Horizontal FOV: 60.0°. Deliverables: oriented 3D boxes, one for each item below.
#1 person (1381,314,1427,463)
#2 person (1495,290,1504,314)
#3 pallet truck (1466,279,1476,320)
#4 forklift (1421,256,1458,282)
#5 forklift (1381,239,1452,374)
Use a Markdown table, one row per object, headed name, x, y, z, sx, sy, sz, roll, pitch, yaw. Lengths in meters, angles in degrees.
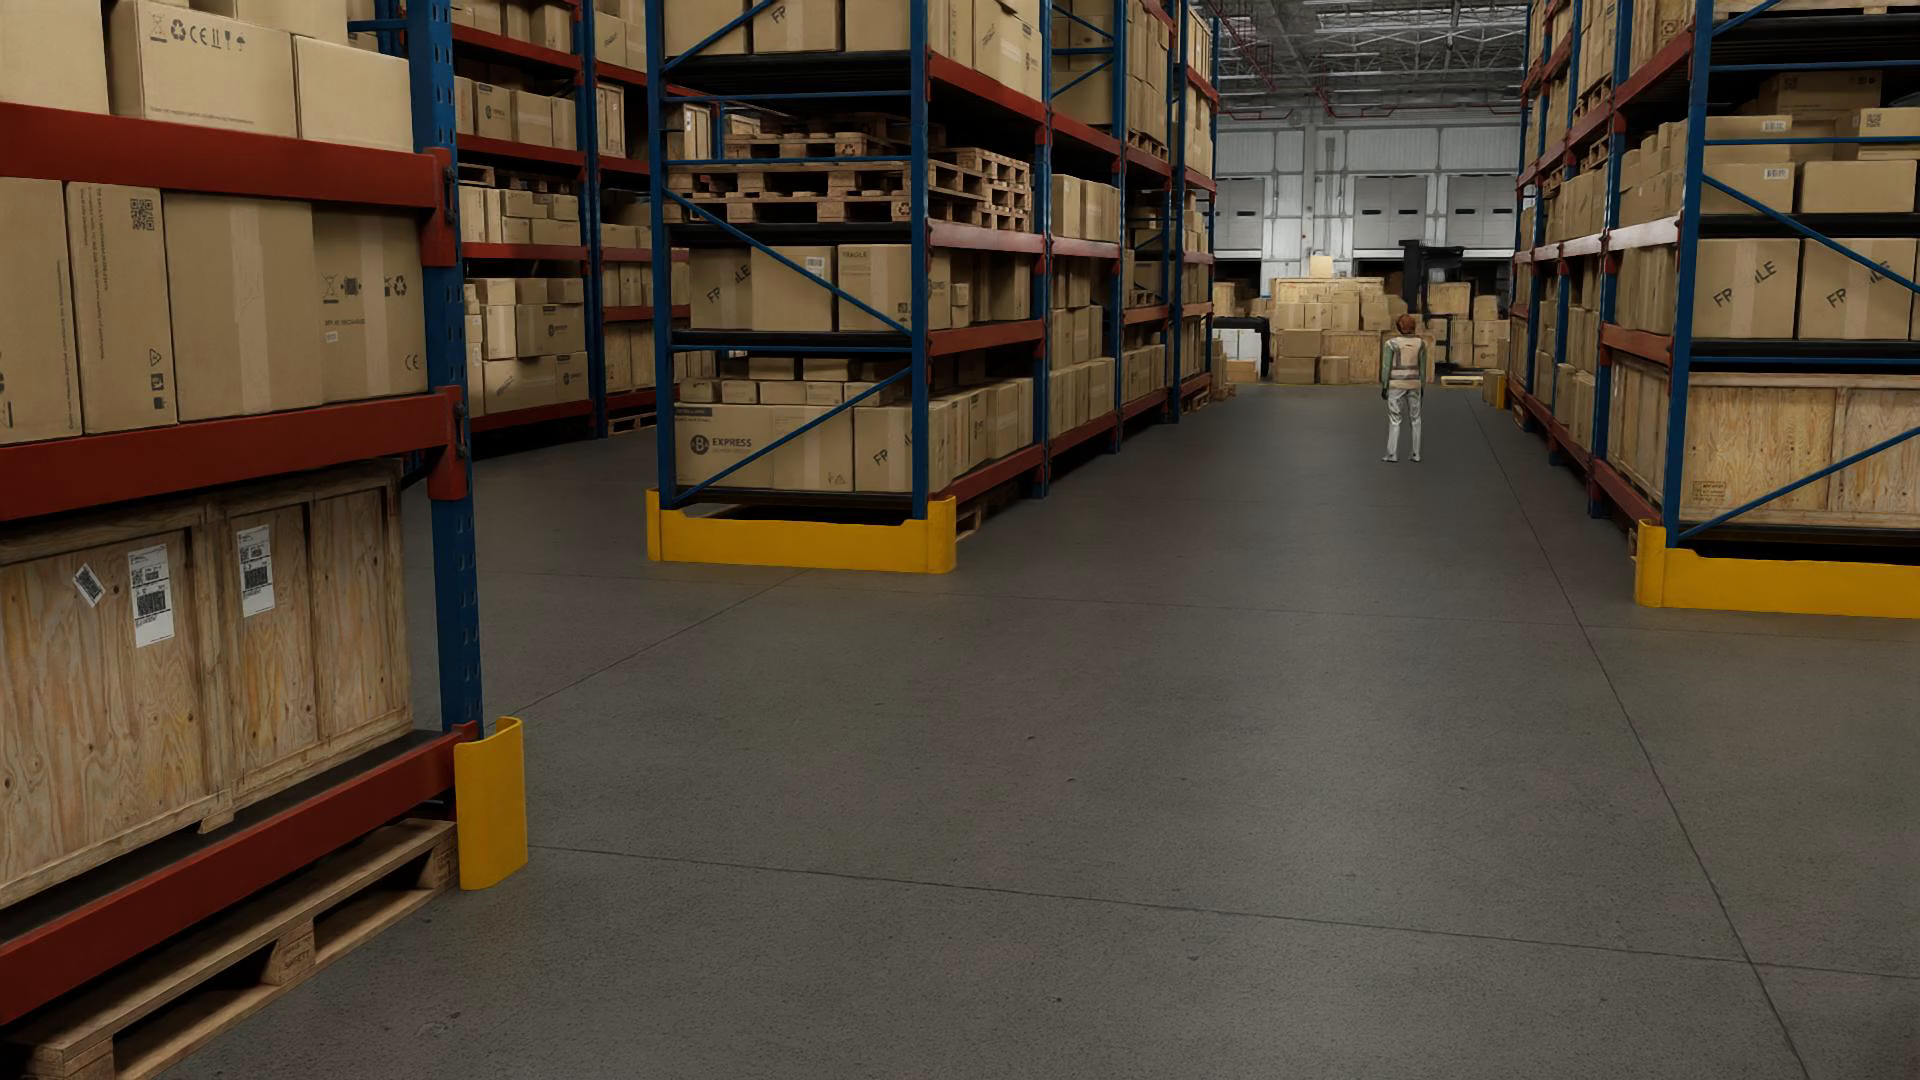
| name | x | y | z | sx | sy | sz | roll | pitch | yaw |
| --- | --- | --- | --- | --- | --- | --- | --- | --- | --- |
| person | 4.887 | -1.663 | 18.304 | 0.511 | 1.630 | 0.315 | -2 | 9 | -10 |
| person | 20.768 | -8.876 | 64.258 | 0.901 | 1.589 | 0.510 | 1 | 9 | 8 |
| pallet truck | 18.896 | -8.459 | 60.307 | 1.885 | 1.965 | 0.823 | 5 | 10 | 31 |
| forklift | 12.201 | -6.084 | 42.428 | 1.129 | 2.768 | 1.873 | 2 | 9 | 15 |
| forklift | 9.466 | -4.935 | 35.124 | 1.873 | 2.768 | 1.129 | 2 | 9 | 15 |
